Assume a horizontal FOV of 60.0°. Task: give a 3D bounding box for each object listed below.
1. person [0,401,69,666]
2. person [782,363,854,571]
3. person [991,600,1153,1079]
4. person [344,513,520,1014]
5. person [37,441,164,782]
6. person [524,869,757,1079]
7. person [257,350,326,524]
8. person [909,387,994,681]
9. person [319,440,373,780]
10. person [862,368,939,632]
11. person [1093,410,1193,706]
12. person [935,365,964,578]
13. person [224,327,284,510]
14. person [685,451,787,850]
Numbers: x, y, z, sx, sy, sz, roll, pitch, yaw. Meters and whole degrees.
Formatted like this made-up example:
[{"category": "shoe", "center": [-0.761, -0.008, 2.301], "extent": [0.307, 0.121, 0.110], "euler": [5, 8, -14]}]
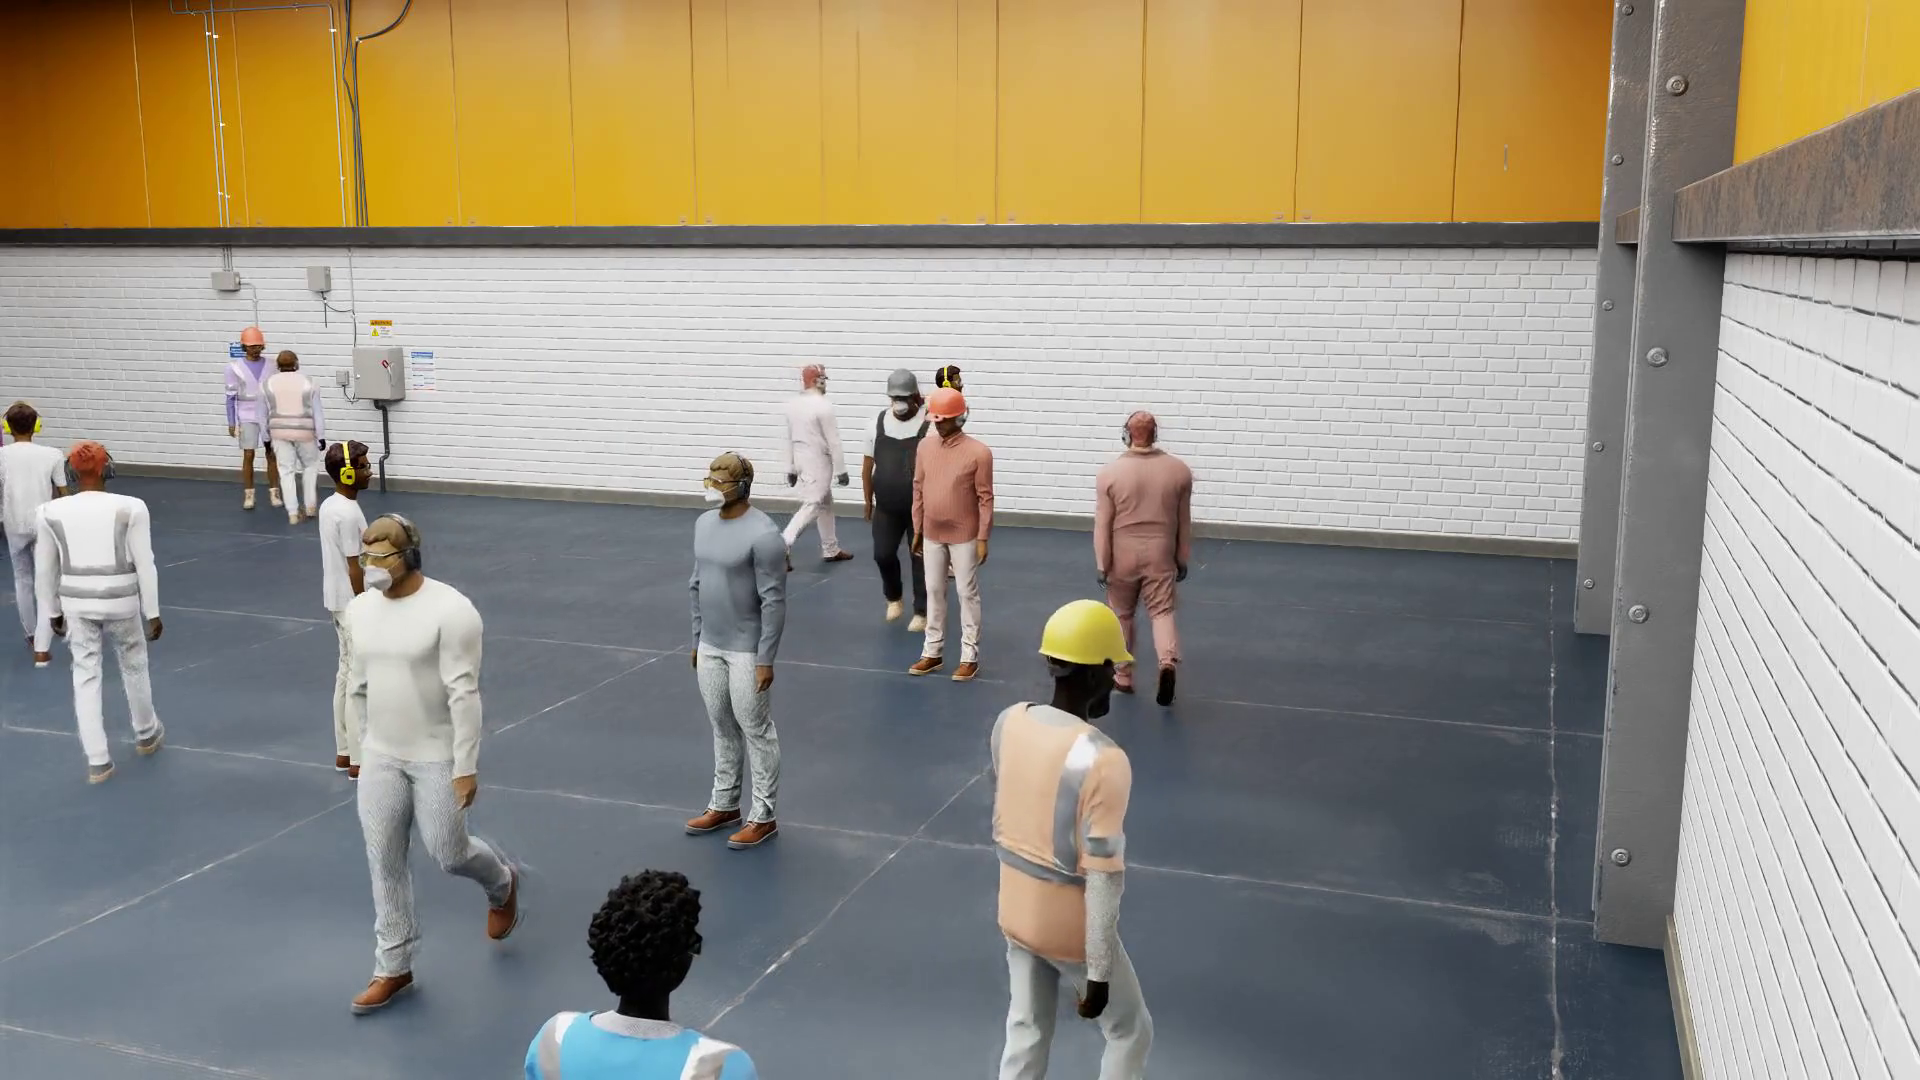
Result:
[{"category": "person", "center": [-6.581, -0.069, 11.794], "extent": [0.559, 1.824, 0.964], "euler": [-5, 11, -25]}, {"category": "person", "center": [-1.366, -0.664, 15.064], "extent": [0.937, 1.870, 0.639], "euler": [-7, 12, -34]}, {"category": "person", "center": [0.367, 1.110, 4.966], "extent": [0.672, 1.903, 0.591], "euler": [-8, 13, -39]}, {"category": "person", "center": [-2.095, 0.824, 6.552], "extent": [0.638, 1.916, 0.800], "euler": [4, 11, 19]}, {"category": "person", "center": [-4.769, 0.362, 9.311], "extent": [0.611, 1.853, 0.839], "euler": [-3, 10, -15]}, {"category": "person", "center": [-0.622, 1.494, 3.373], "extent": [0.536, 1.696, 0.322], "euler": [4, 11, 21]}, {"category": "person", "center": [-7.062, -1.104, 17.644], "extent": [0.661, 1.821, 0.660], "euler": [-3, 10, -14]}, {"category": "person", "center": [-0.074, -0.040, 11.203], "extent": [0.609, 1.984, 0.398], "euler": [6, 12, 31]}, {"category": "person", "center": [-3.312, 0.384, 9.139], "extent": [0.328, 1.872, 0.508], "euler": [-7, 12, -33]}, {"category": "person", "center": [-0.413, -0.313, 12.585], "extent": [0.717, 2.000, 0.542], "euler": [2, 10, 12]}, {"category": "person", "center": [1.169, 0.110, 10.622], "extent": [0.650, 1.883, 0.793], "euler": [-1, 10, -6]}, {"category": "person", "center": [-0.093, -0.606, 14.705], "extent": [0.328, 1.876, 0.514], "euler": [1, 10, 4]}, {"category": "person", "center": [-7.740, -1.349, 18.452], "extent": [0.711, 2.031, 0.413], "euler": [-7, 12, -34]}, {"category": "person", "center": [-1.101, 0.530, 8.125], "extent": [0.630, 1.940, 0.372], "euler": [9, 13, 41]}]
